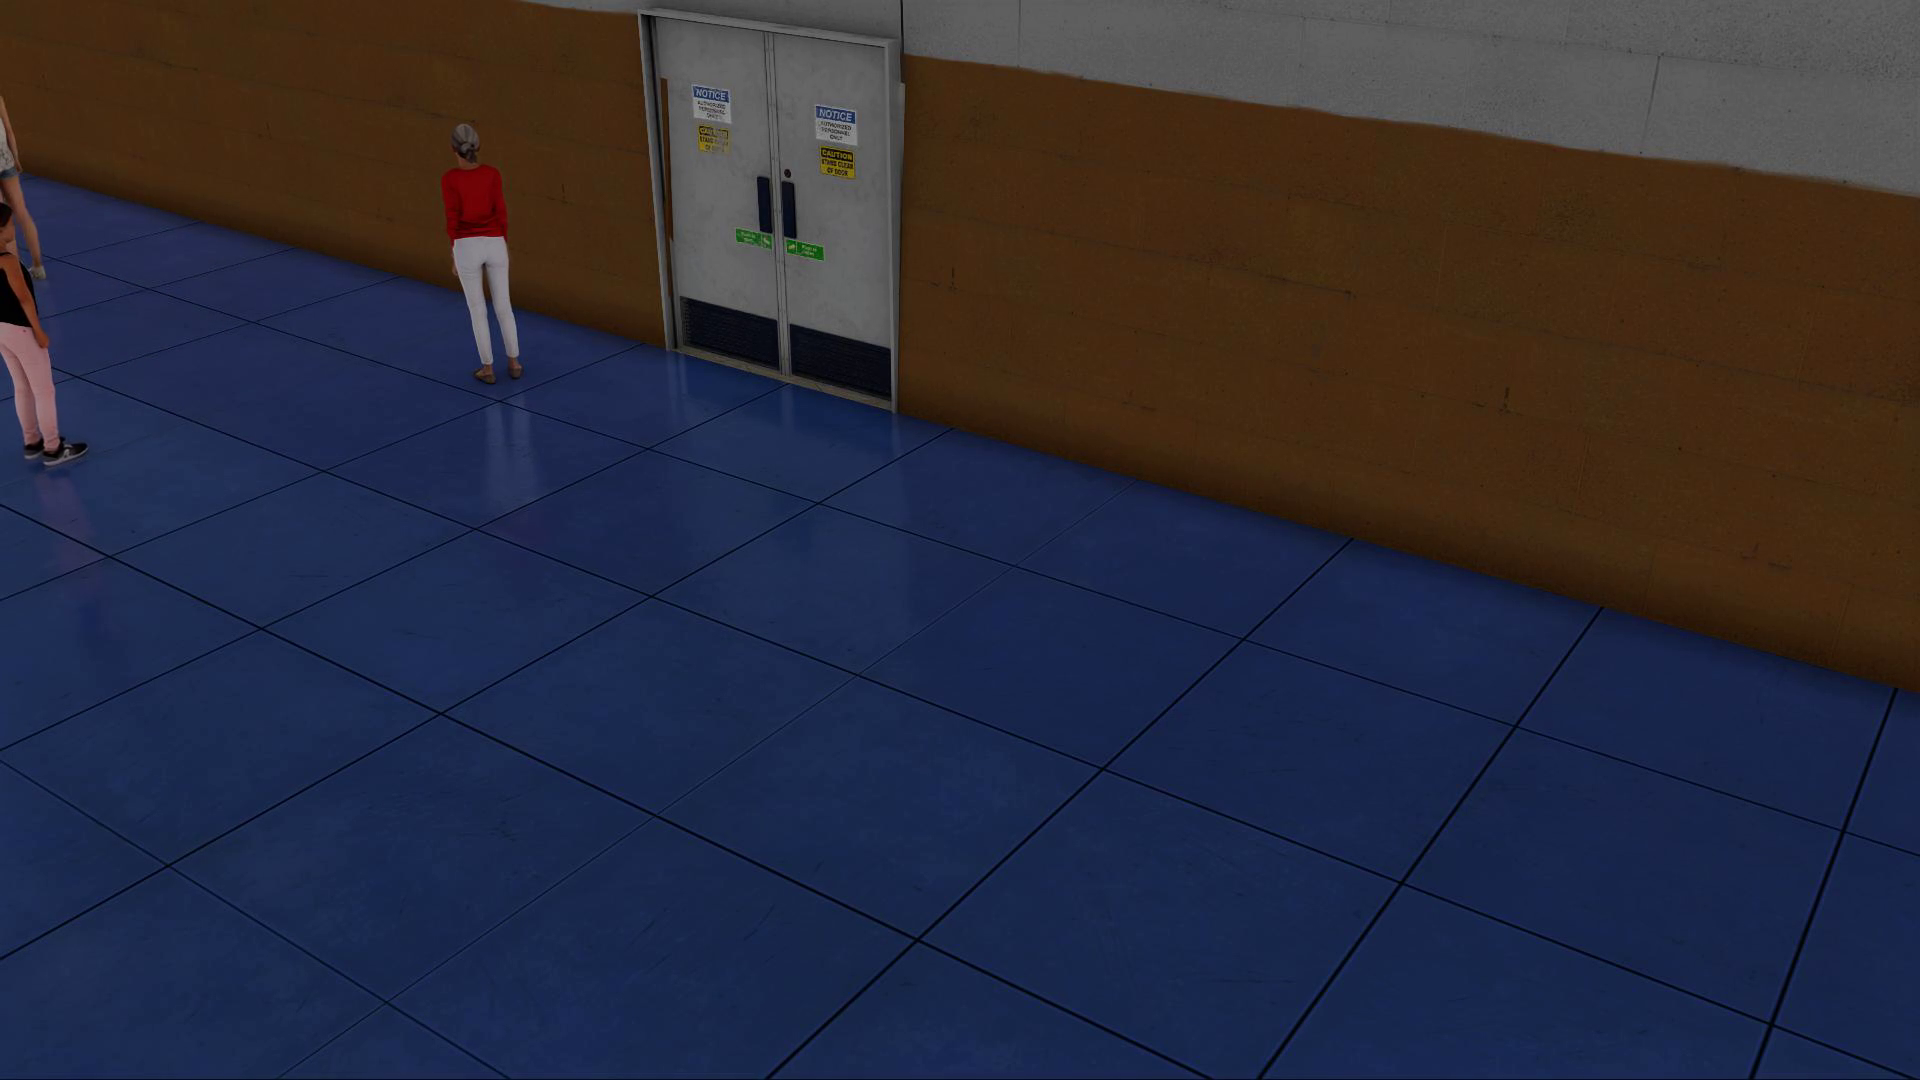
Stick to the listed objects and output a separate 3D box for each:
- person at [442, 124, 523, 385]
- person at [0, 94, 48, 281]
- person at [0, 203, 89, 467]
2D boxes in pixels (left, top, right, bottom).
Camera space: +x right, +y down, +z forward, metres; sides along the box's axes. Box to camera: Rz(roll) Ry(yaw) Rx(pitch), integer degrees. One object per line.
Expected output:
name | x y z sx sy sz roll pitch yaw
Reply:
person | -3.107 -1.850 10.783 0.588 1.693 0.693 -15 31 -27
person | -7.299 -2.805 12.595 0.661 1.759 0.485 14 30 25
person | -5.452 -1.189 9.625 0.543 1.562 0.544 14 30 25
